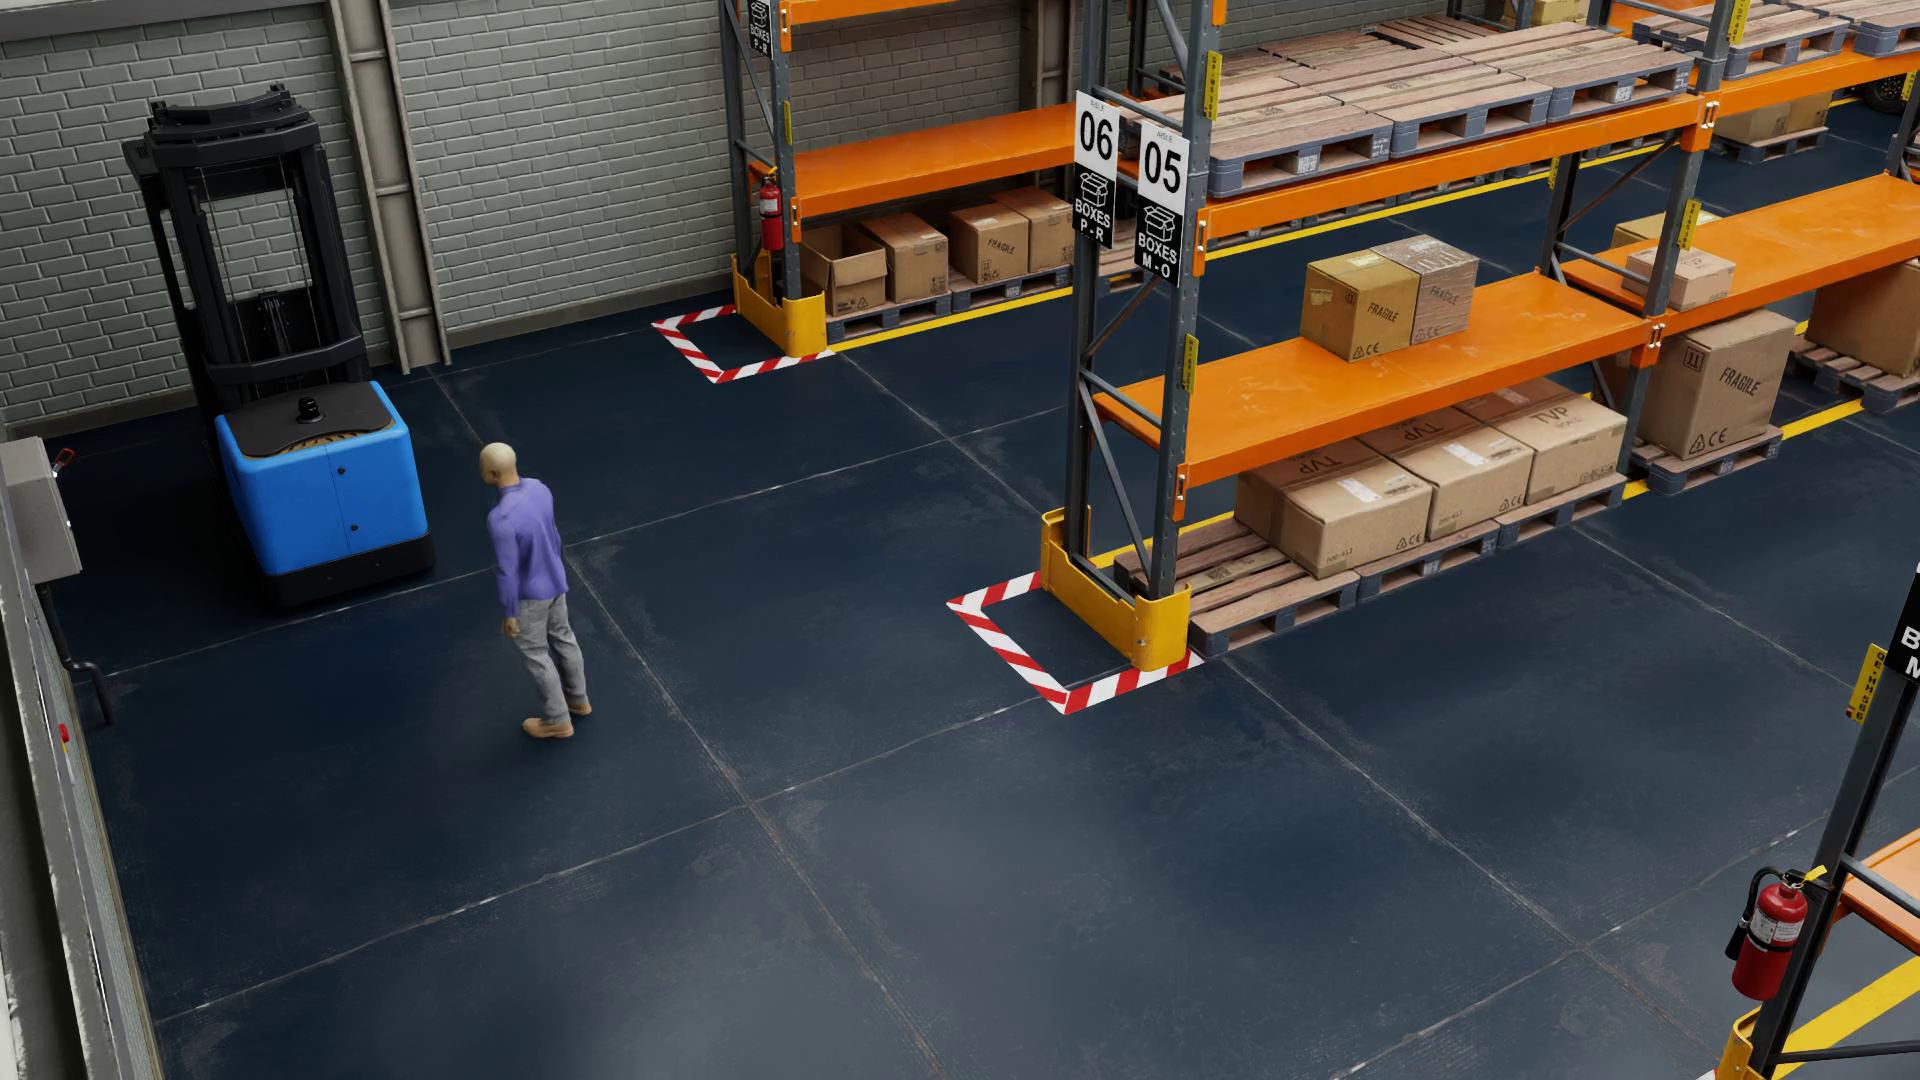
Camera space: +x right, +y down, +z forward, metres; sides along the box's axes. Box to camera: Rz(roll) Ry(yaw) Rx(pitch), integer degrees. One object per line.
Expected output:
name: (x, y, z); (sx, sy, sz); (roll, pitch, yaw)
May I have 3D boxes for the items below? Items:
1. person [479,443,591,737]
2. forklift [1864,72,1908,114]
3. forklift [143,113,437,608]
person: (-2.310, 0.274, 9.066); (0.422, 1.781, 0.627); (10, 33, 16)
forklift: (11.468, -5.645, 18.244); (1.214, 2.155, 2.313); (-17, 36, -26)
forklift: (-4.289, -1.259, 10.509); (1.129, 2.768, 1.873); (-17, 36, -26)
